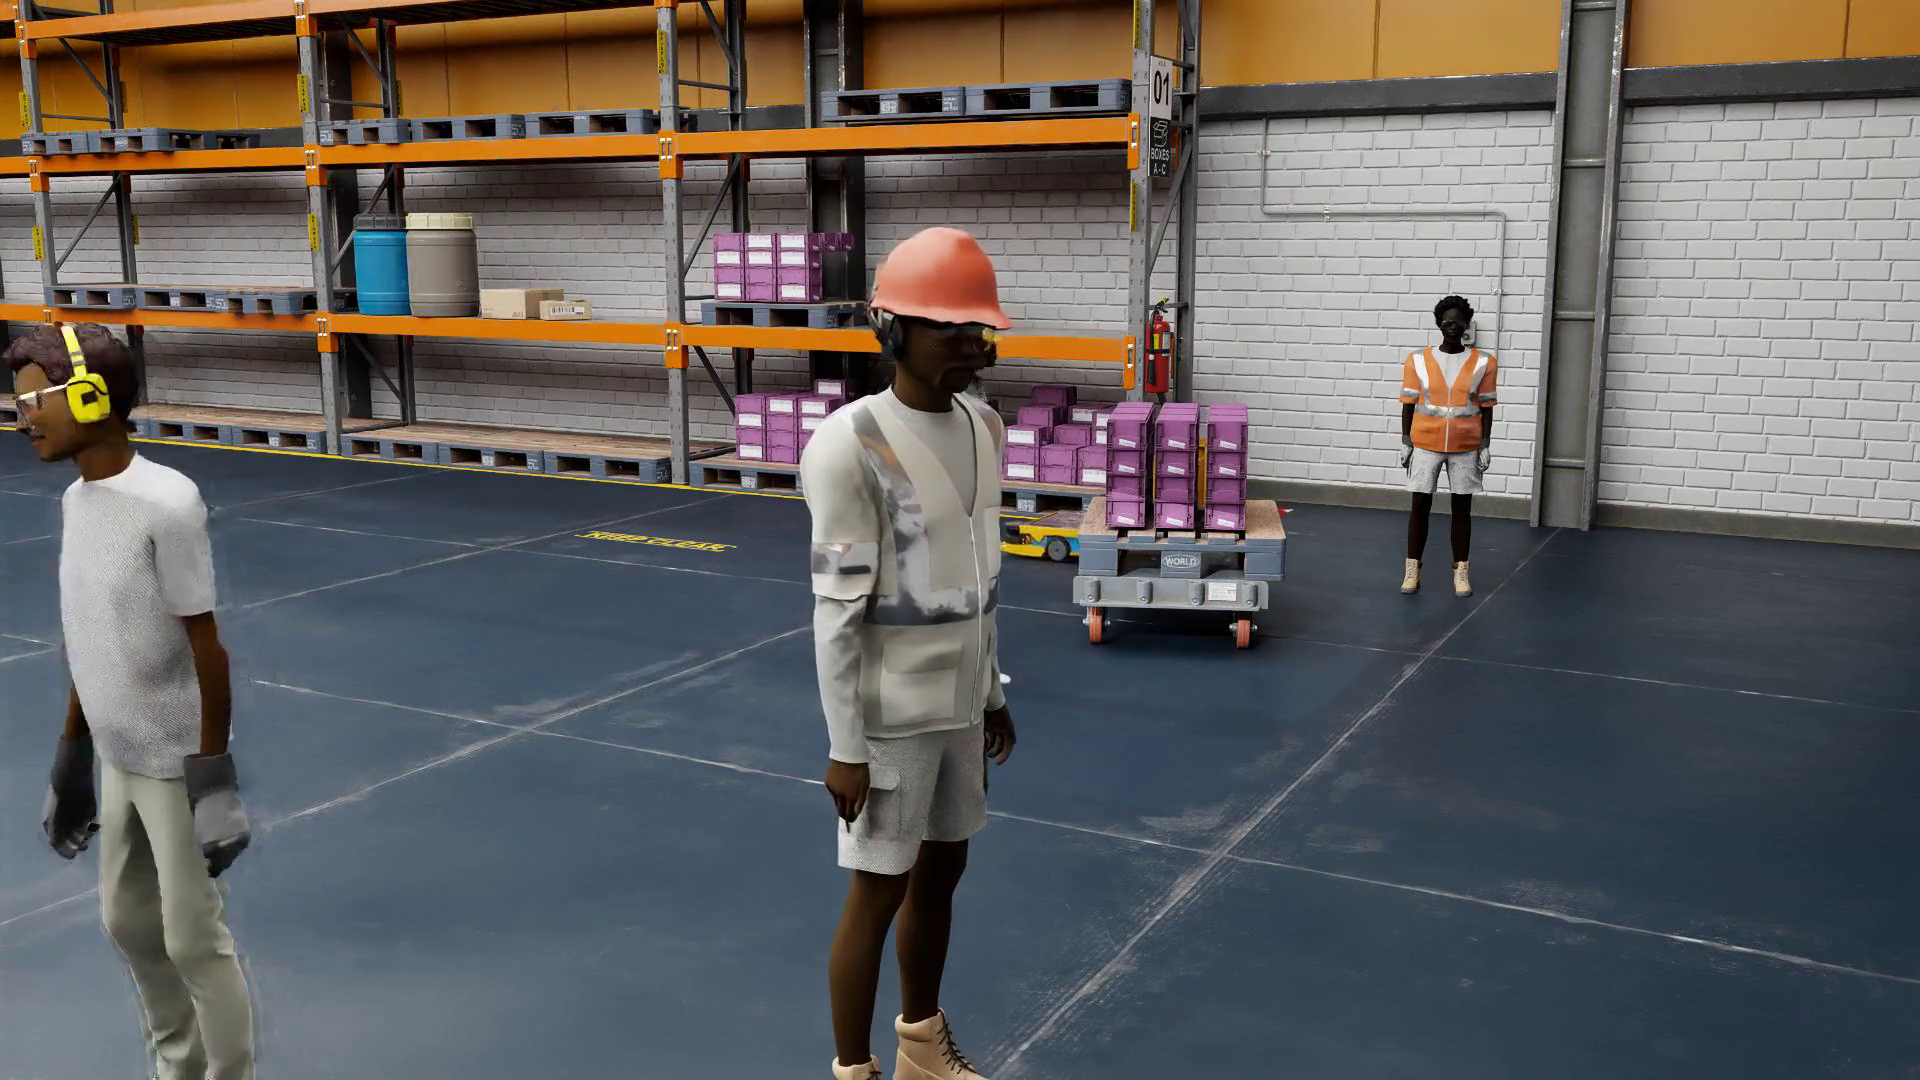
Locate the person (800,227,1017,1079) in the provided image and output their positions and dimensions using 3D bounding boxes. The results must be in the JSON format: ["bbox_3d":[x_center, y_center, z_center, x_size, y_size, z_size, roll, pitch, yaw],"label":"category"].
[{"bbox_3d":[-0.062,0.356,3.623,0.395,2.038,0.614,7,13,34],"label":"person"}]

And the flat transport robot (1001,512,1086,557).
[{"bbox_3d":[1.031,-0.007,10.467,1.431,0.197,0.652,5,12,26],"label":"flat transport robot"}]

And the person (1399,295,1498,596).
[{"bbox_3d":[2.746,-0.528,9.403,0.536,1.700,0.318,3,11,14],"label":"person"}]

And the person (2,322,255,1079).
[{"bbox_3d":[-1.719,0.480,3.497,0.642,1.845,0.335,8,13,37],"label":"person"}]

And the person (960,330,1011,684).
[{"bbox_3d":[-0.066,-0.187,7.465,0.536,1.730,0.494,3,11,16],"label":"person"}]
